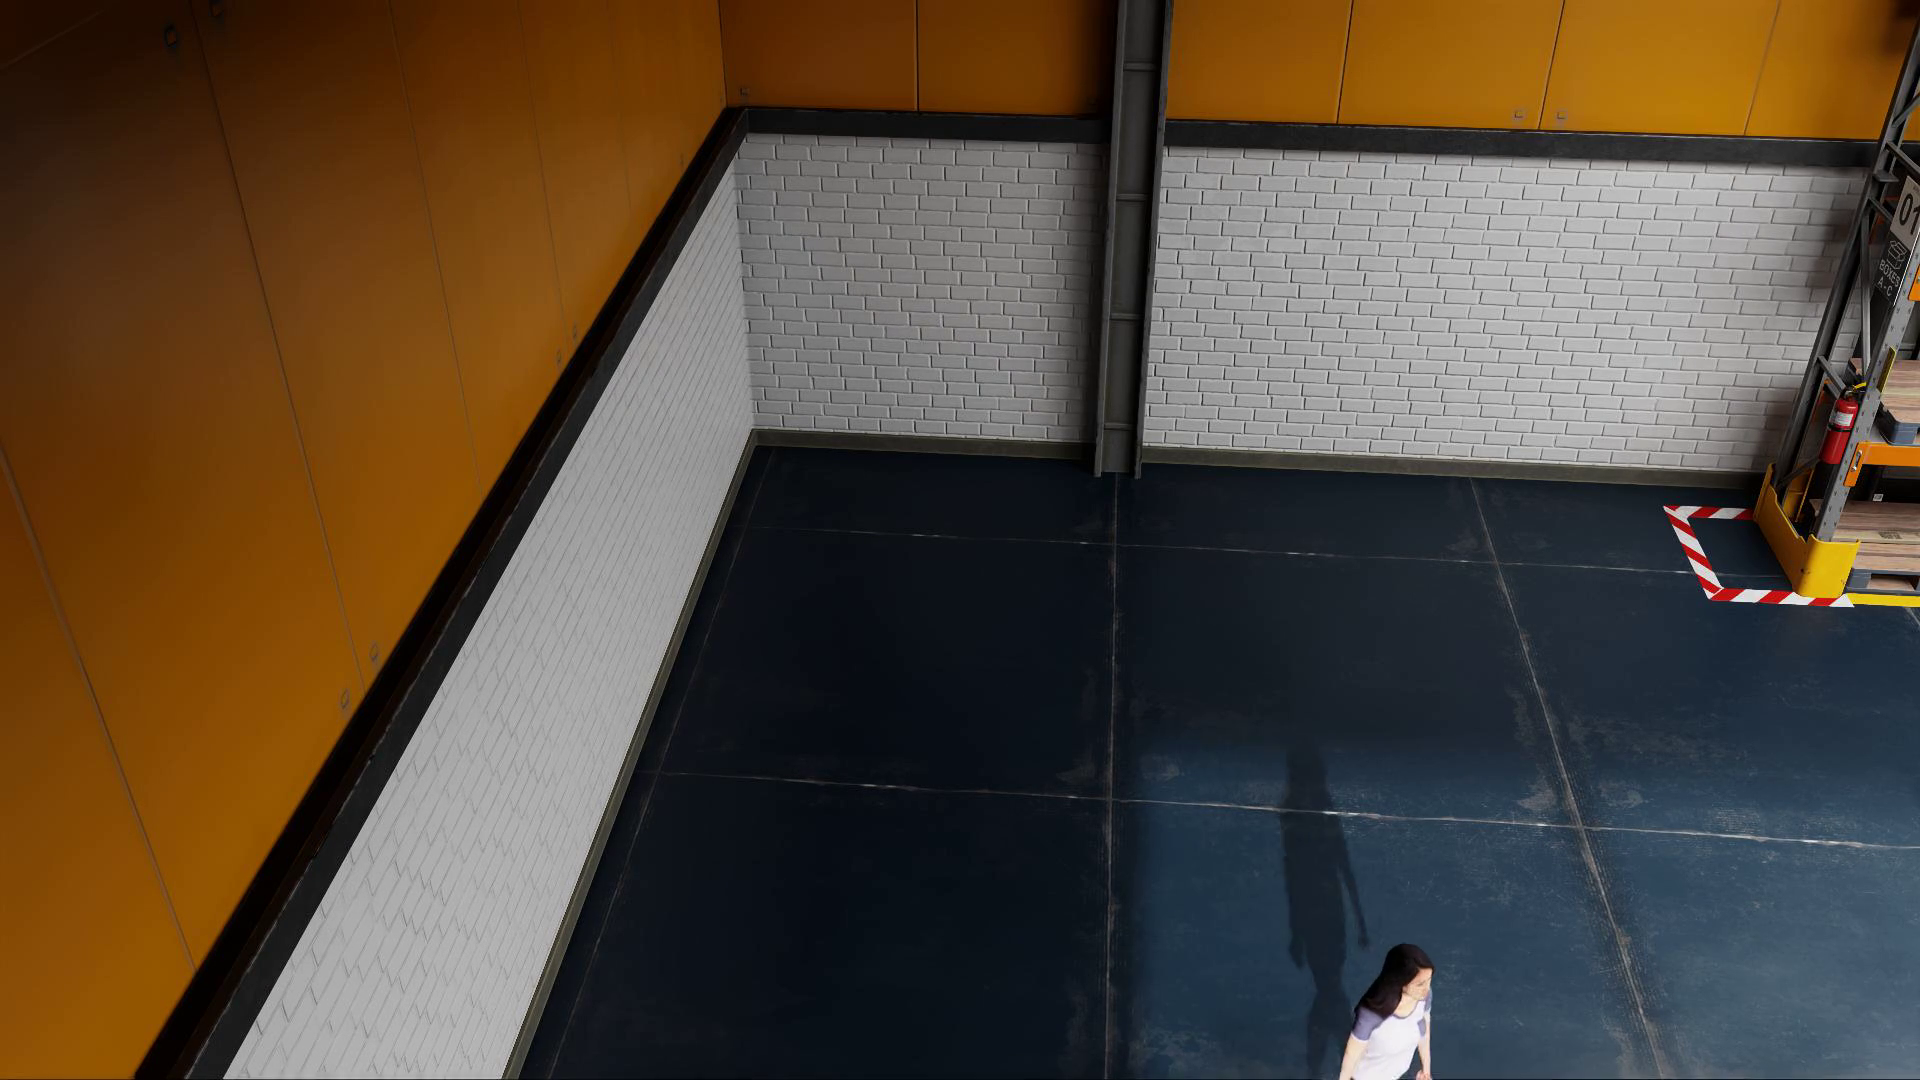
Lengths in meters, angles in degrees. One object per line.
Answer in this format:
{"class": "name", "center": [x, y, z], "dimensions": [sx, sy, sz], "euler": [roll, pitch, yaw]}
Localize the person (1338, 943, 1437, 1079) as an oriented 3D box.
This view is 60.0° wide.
{"class": "person", "center": [1.981, 2.521, 8.079], "dimensions": [1.113, 1.655, 1.132], "euler": [-22, 39, -29]}
